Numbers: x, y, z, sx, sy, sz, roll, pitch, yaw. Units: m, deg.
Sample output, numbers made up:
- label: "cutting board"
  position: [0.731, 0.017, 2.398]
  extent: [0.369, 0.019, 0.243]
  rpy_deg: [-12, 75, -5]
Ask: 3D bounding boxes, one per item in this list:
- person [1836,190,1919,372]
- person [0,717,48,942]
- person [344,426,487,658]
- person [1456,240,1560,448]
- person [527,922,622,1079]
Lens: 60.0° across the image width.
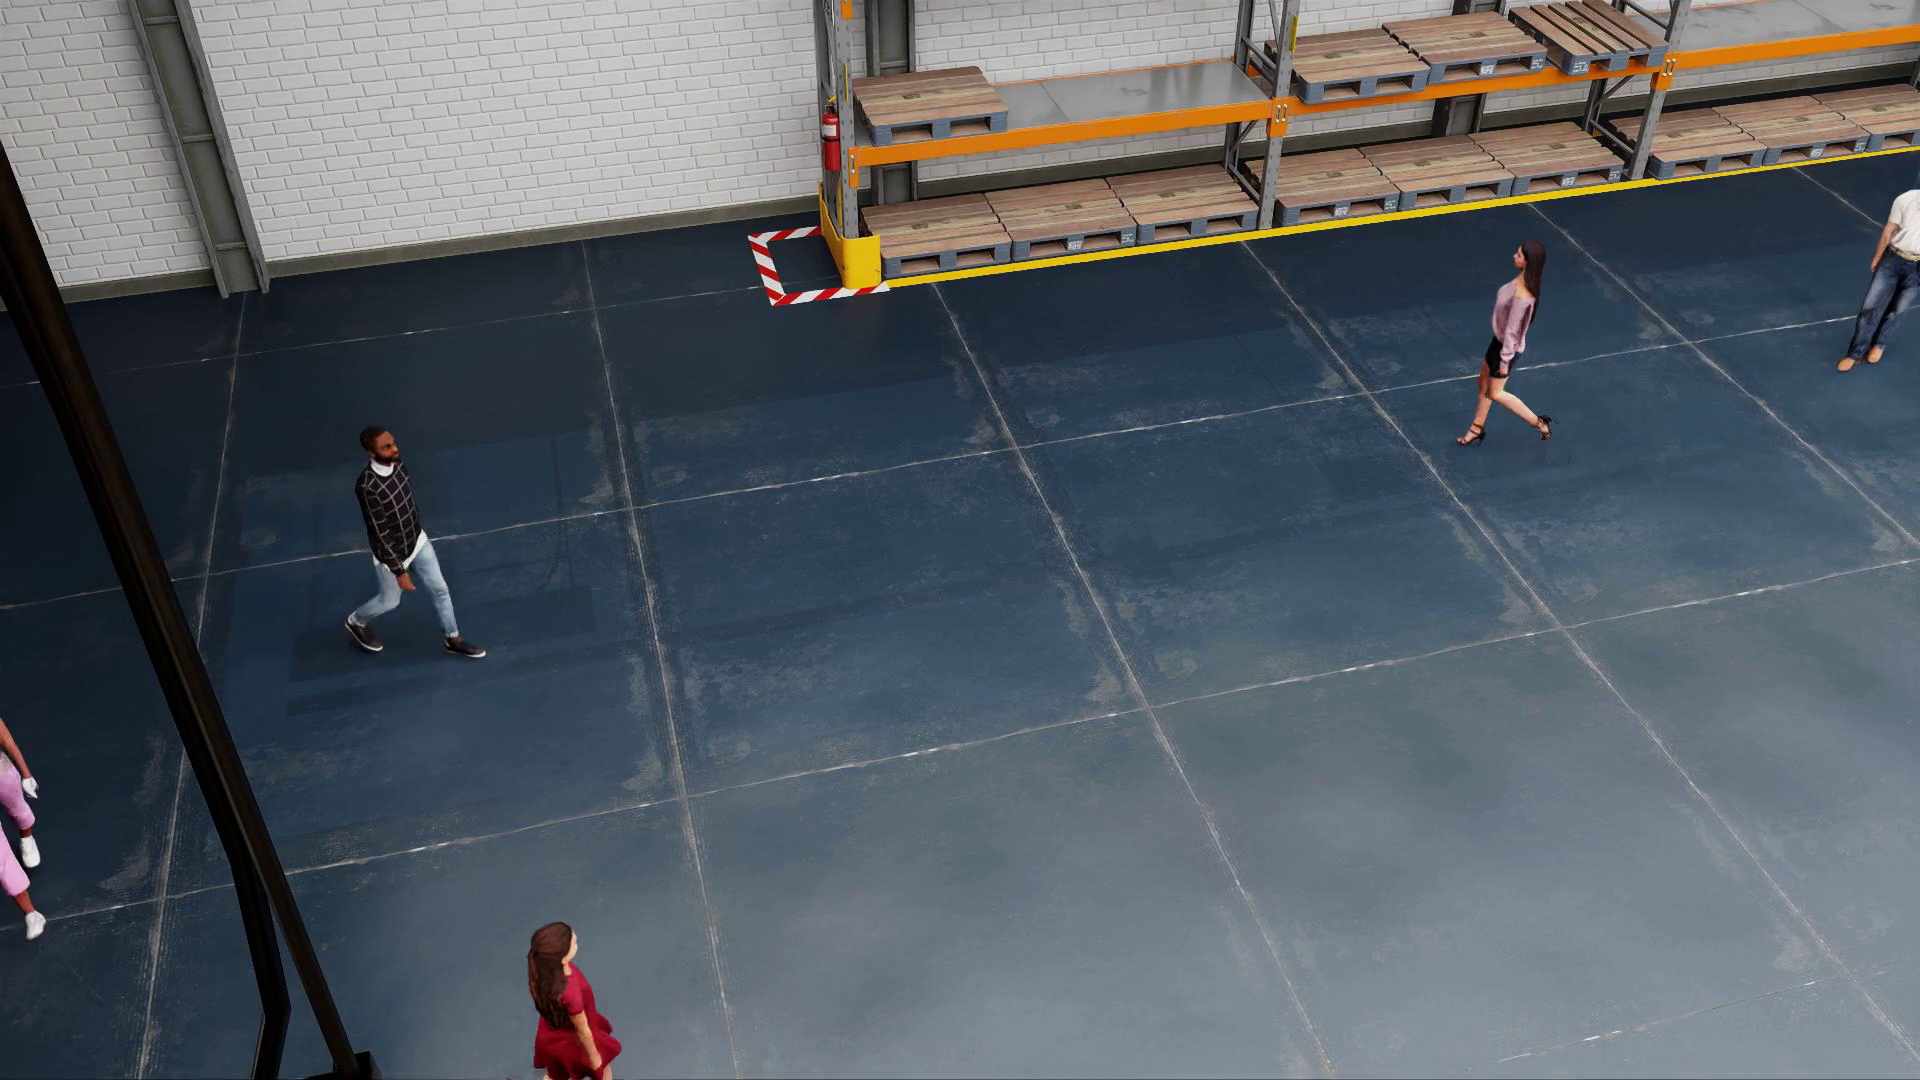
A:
- label: "person"
  position: [7.706, -2.265, 13.484]
  extent: [0.957, 1.830, 1.041]
  rpy_deg: [24, 45, 27]
- label: "person"
  position: [-5.346, 1.300, 9.131]
  extent: [1.161, 1.690, 0.896]
  rpy_deg: [-21, 43, -24]
- label: "person"
  position: [-3.678, 0.046, 10.626]
  extent: [1.296, 1.786, 1.082]
  rpy_deg: [11, 40, 13]
- label: "person"
  position: [4.166, -1.398, 12.424]
  extent: [1.052, 1.797, 0.940]
  rpy_deg: [14, 41, 17]
- label: "person"
  position: [-1.907, 2.385, 7.897]
  extent: [0.978, 1.534, 0.810]
  rpy_deg: [-32, 48, -33]
